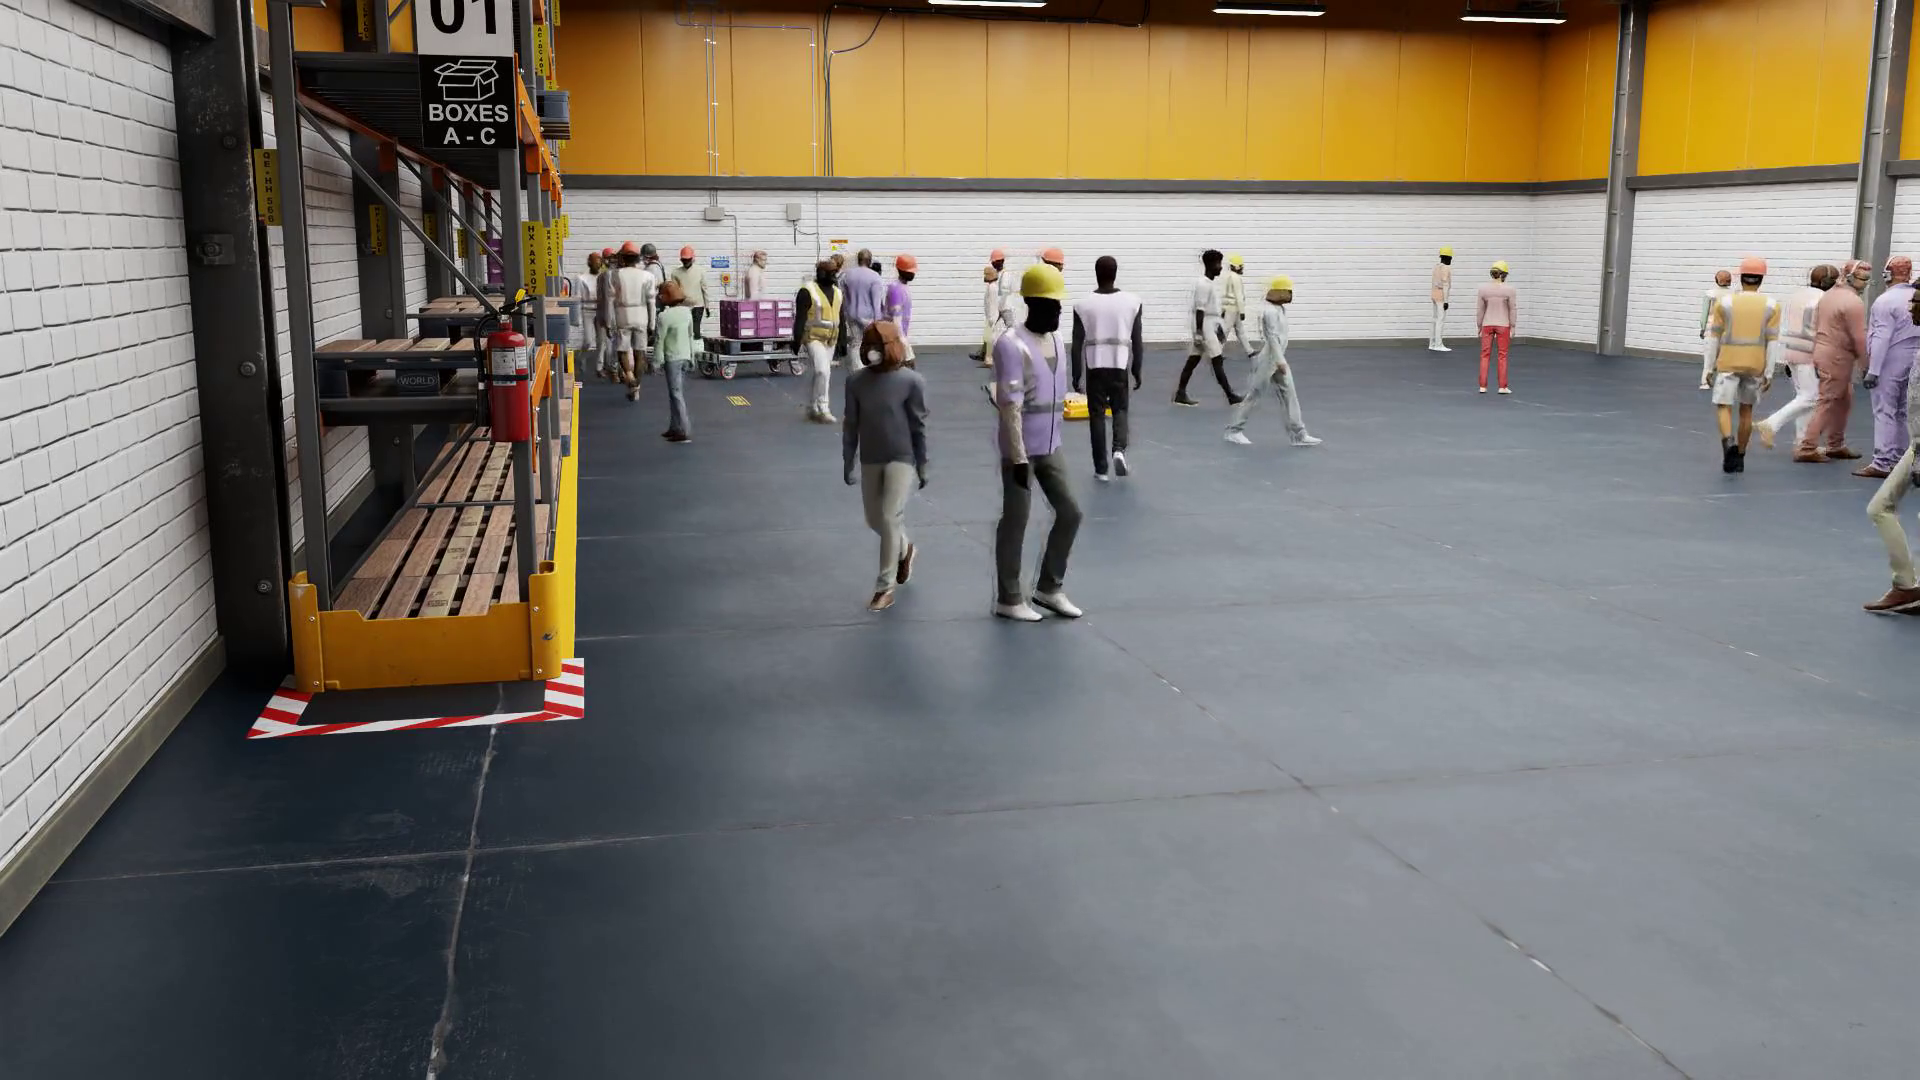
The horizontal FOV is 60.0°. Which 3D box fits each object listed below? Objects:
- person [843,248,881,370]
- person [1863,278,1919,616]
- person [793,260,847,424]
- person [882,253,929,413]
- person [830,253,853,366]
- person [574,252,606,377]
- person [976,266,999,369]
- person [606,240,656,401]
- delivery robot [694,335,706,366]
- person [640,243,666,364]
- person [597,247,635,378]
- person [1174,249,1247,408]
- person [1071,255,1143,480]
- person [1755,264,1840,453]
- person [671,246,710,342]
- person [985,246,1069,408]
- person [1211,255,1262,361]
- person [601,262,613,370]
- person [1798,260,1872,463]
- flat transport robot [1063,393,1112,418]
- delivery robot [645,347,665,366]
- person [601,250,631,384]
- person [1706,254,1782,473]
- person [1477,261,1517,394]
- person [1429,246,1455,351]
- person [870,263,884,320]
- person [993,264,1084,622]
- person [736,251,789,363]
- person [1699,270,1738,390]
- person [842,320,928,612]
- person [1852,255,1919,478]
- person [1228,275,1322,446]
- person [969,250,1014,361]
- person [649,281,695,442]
[{"bbox_3d":[-1.343,-3.081,23.105,0.641,1.923,0.420,6,12,32],"label":"person"},{"bbox_3d":[5.156,-0.496,8.963,0.569,1.851,0.550,-10,14,-43],"label":"person"},{"bbox_3d":[-1.494,-2.204,18.543,0.724,1.809,0.654,8,13,39],"label":"person"},{"bbox_3d":[-0.702,-2.319,18.967,0.831,1.882,0.560,2,11,13],"label":"person"},{"bbox_3d":[-1.917,-3.753,27.100,0.686,1.826,0.514,-5,12,-28],"label":"person"},{"bbox_3d":[-5.453,-3.347,24.754,0.585,1.868,0.528,-7,12,-34],"label":"person"},{"bbox_3d":[0.533,-3.513,26.312,0.497,1.618,0.519,0,10,0],"label":"person"},{"bbox_3d":[-4.128,-2.736,20.899,0.636,2.031,0.581,-3,11,-17],"label":"person"},{"bbox_3d":[-4.003,-2.959,25.962,0.477,0.478,0.707,6,12,30],"label":"delivery robot"},{"bbox_3d":[-4.928,-3.854,27.059,0.745,2.000,0.791,0,10,2],"label":"person"},{"bbox_3d":[-5.125,-3.387,24.775,1.036,1.925,0.641,9,14,42],"label":"person"},{"bbox_3d":[3.074,-2.555,20.188,0.990,1.909,0.627,1,10,8],"label":"person"},{"bbox_3d":[1.238,-1.448,14.087,0.613,1.908,0.441,-1,10,-4],"label":"person"},{"bbox_3d":[7.968,-1.705,15.793,0.677,1.820,0.646,0,10,1],"label":"person"},{"bbox_3d":[-4.427,-3.877,27.450,0.638,1.954,0.816,1,10,7],"label":"person"},{"bbox_3d":[0.803,-2.462,19.550,0.927,1.980,0.593,0,10,-1],"label":"person"},{"bbox_3d":[4.664,-3.885,27.924,0.942,1.783,0.619,-1,10,-4],"label":"person"},{"bbox_3d":[-5.471,-3.576,26.414,0.576,1.716,0.872,1,10,8],"label":"person"},{"bbox_3d":[8.063,-1.600,15.102,0.764,1.860,0.677,2,10,8],"label":"person"},{"bbox_3d":[1.149,-1.602,19.485,0.652,0.197,1.431,-6,12,-30],"label":"flat transport robot"},{"bbox_3d":[-4.472,-2.860,25.409,0.477,0.478,0.707,7,12,35],"label":"delivery robot"},{"bbox_3d":[-4.749,-3.145,23.467,0.433,1.918,0.642,8,13,39],"label":"person"},{"bbox_3d":[6.788,-1.512,14.421,0.545,1.918,0.775,4,11,19],"label":"person"},{"bbox_3d":[7.122,-2.813,22.078,0.524,1.760,0.328,7,12,33],"label":"person"},{"bbox_3d":[8.871,-4.437,30.609,0.388,1.926,0.590,-1,10,-4],"label":"person"},{"bbox_3d":[-1.495,-3.948,28.663,0.888,1.654,0.536,-3,11,-18],"label":"person"},{"bbox_3d":[0.421,-0.493,8.800,0.588,1.907,0.589,9,14,41],"label":"person"},{"bbox_3d":[-3.274,-3.836,27.488,0.975,1.843,0.658,-3,11,-18],"label":"person"},{"bbox_3d":[10.330,-2.846,22.616,0.509,1.629,0.315,1,10,4],"label":"person"},{"bbox_3d":[-0.390,-0.444,9.385,0.506,1.606,0.720,5,11,25],"label":"person"},{"bbox_3d":[7.995,-1.482,14.300,0.643,1.905,0.400,-6,12,-28],"label":"person"},{"bbox_3d":[3.107,-1.773,16.500,0.915,1.696,0.499,6,12,31],"label":"person"},{"bbox_3d":[0.672,-3.934,27.972,1.036,1.873,0.557,-5,11,-24],"label":"person"},{"bbox_3d":[-2.961,-1.795,16.783,0.558,1.615,0.531,5,11,26],"label":"person"}]
